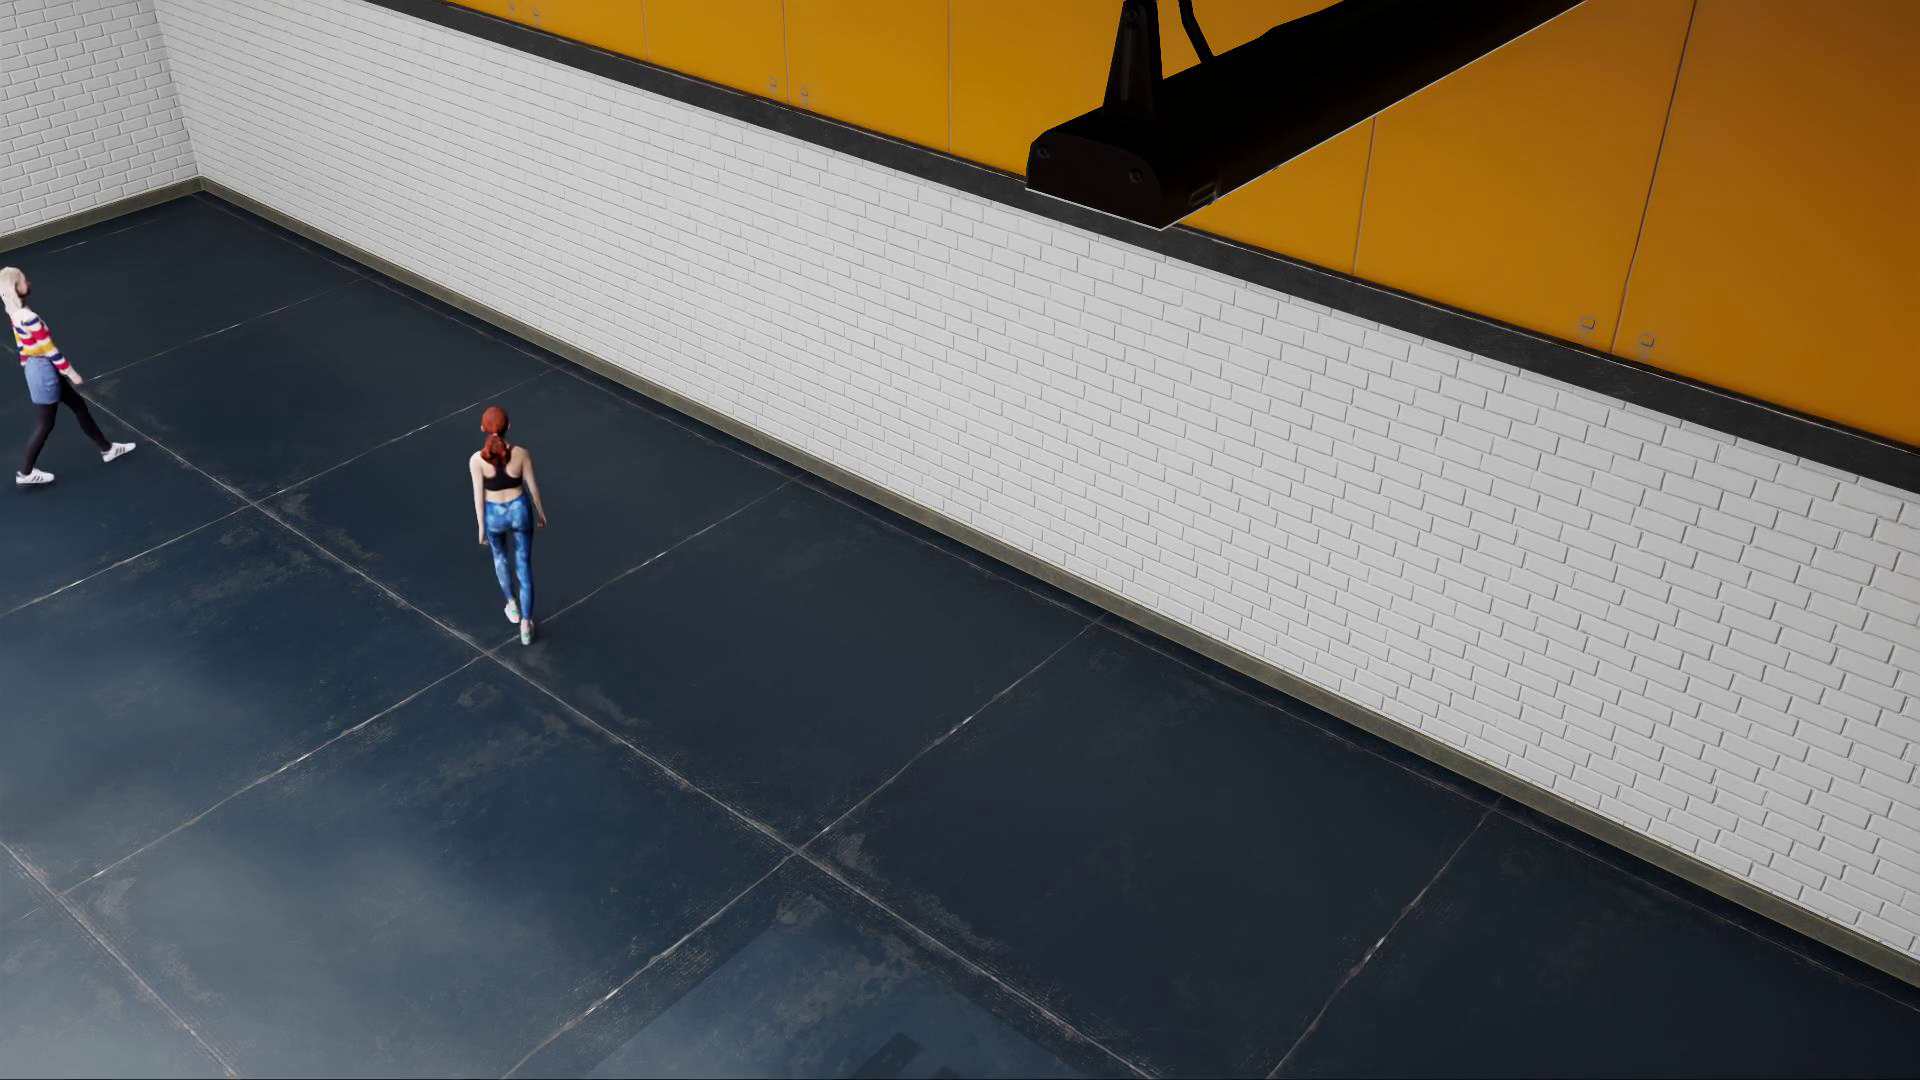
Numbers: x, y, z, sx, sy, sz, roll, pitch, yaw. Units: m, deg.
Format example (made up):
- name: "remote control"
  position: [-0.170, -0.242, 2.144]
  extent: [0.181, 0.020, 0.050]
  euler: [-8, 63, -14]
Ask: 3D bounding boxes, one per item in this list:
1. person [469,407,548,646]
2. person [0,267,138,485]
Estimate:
- name: "person"
  position: [-3.008, -0.049, 11.133]
  extent: [0.787, 1.775, 0.841]
  euler: [-9, 35, -13]
- name: "person"
  position: [-7.185, -1.223, 12.900]
  extent: [1.212, 1.765, 0.848]
  euler: [-22, 40, -30]
